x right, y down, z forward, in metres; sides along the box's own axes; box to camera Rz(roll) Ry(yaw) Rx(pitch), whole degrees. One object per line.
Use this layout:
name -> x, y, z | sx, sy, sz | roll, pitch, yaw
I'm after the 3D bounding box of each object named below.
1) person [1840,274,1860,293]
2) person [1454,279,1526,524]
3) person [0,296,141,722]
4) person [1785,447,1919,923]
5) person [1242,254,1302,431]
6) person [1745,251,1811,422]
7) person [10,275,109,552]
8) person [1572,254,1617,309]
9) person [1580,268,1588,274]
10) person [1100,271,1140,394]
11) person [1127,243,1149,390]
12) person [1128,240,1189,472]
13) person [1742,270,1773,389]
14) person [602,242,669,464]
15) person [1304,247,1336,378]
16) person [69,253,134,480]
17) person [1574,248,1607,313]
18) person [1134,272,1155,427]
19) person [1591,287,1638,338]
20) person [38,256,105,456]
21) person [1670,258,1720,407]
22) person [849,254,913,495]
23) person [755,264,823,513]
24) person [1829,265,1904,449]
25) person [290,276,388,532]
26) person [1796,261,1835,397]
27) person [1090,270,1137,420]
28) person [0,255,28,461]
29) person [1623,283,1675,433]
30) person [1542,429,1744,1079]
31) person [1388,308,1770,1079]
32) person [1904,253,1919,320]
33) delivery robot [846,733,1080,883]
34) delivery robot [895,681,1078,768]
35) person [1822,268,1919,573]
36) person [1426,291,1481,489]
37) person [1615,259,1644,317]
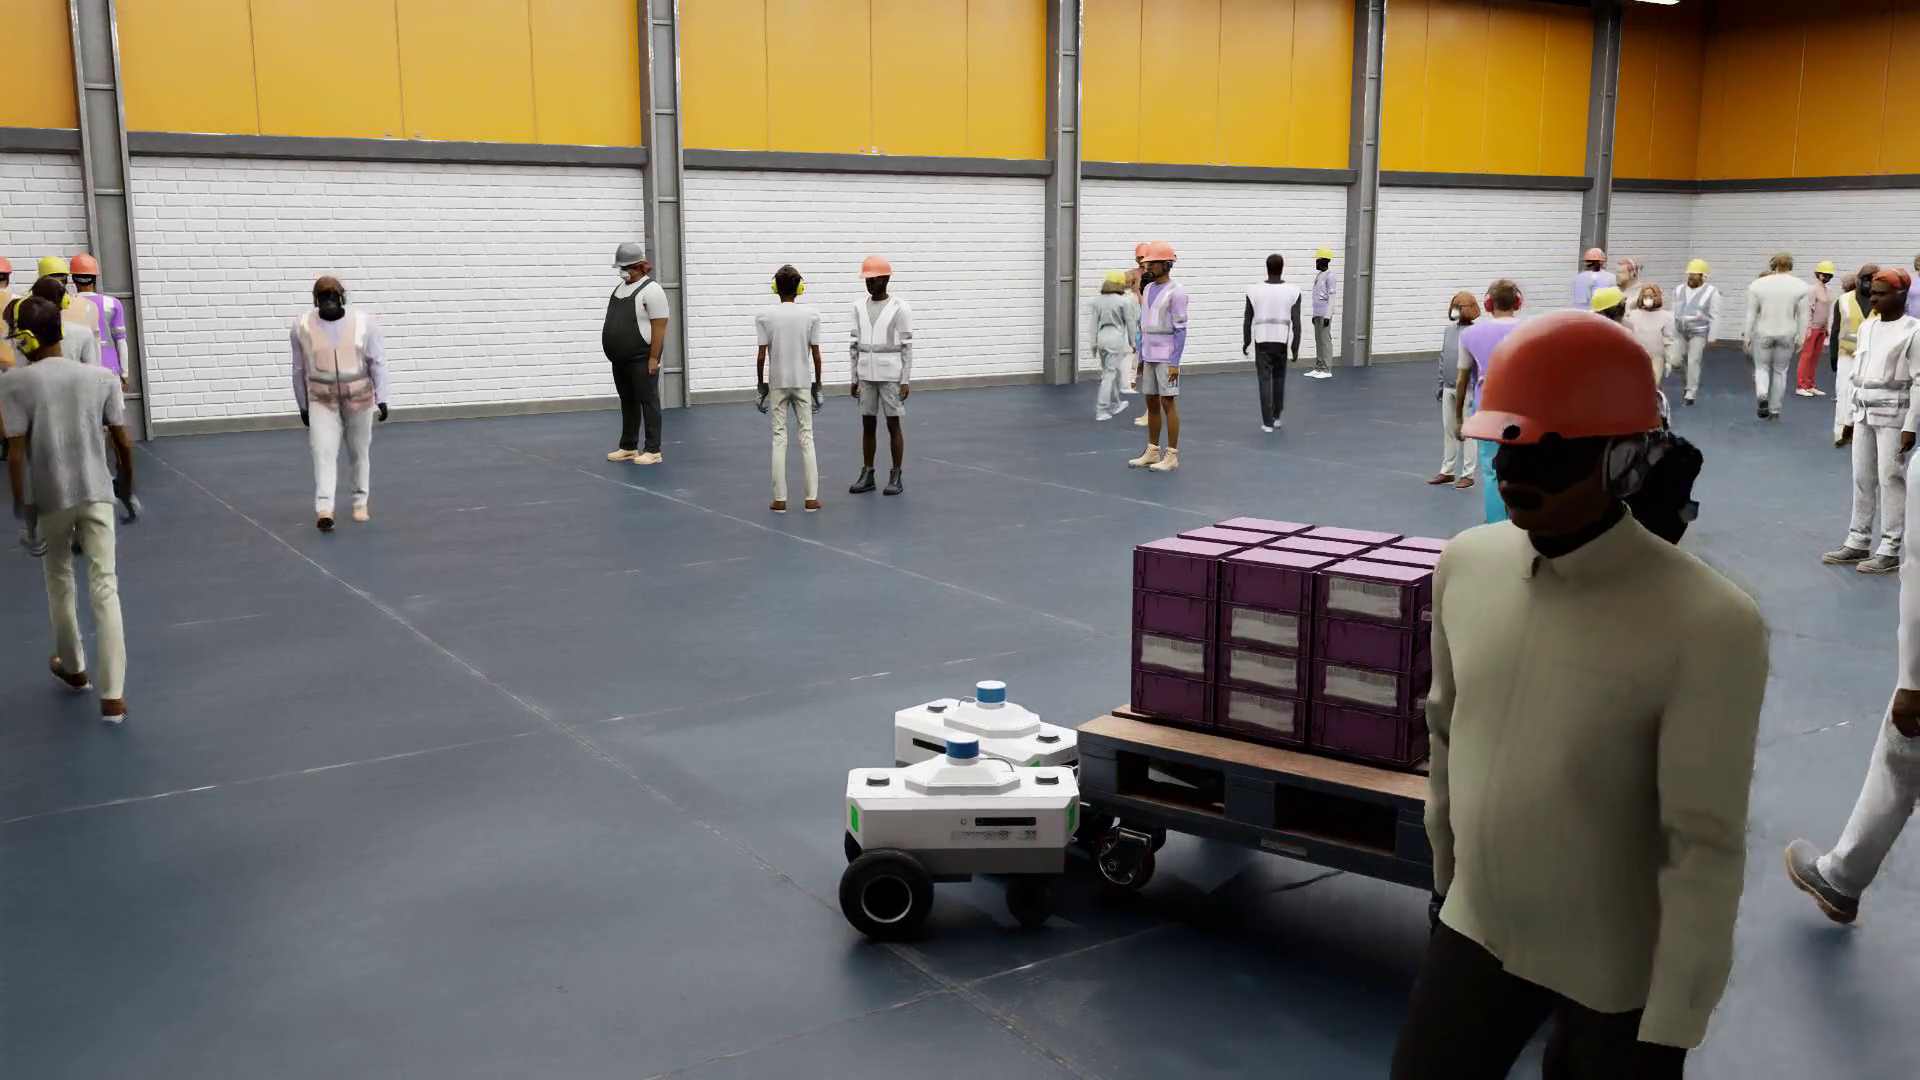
person -> 11.270, -2.538, 20.975 | 0.589, 1.615, 0.363 | -6, 12, -29
person -> 3.577, -0.822, 11.052 | 0.579, 1.787, 0.962 | 1, 10, 8
person -> -3.894, -0.153, 7.309 | 0.557, 1.814, 0.919 | -7, 13, -35
person -> 2.793, 0.314, 4.680 | 0.608, 1.839, 0.961 | -1, 10, -6
person -> 3.367, -2.140, 18.048 | 0.596, 1.884, 0.879 | 1, 10, 3
person -> 9.160, -2.275, 18.665 | 0.652, 1.920, 0.513 | 5, 11, 26
person -> -5.984, -0.845, 11.093 | 0.525, 1.835, 0.910 | -5, 12, -27
person -> 9.183, -3.214, 24.022 | 0.637, 1.857, 1.045 | 10, 14, 43
person -> 10.846, -4.029, 28.543 | 0.536, 1.830, 0.661 | 10, 14, 43
person -> 2.171, -2.752, 22.120 | 0.446, 1.625, 0.507 | -3, 11, -14
person -> 2.470, -2.999, 22.437 | 0.623, 1.993, 0.385 | 3, 11, 16
person -> 1.761, -1.626, 14.779 | 0.378, 2.044, 0.607 | -6, 12, -28
person -> 10.958, -2.870, 22.748 | 0.359, 1.617, 0.526 | -9, 14, -42
person -> -3.015, -1.715, 15.275 | 0.678, 2.000, 0.537 | 9, 14, 42
person -> 5.348, -3.353, 24.559 | 0.361, 1.930, 0.588 | -2, 10, -10
person -> -7.241, -1.412, 13.895 | 0.542, 1.938, 0.358 | -5, 12, -27
person -> 8.724, -3.049, 22.916 | 0.608, 1.917, 0.581 | -3, 11, -18
person -> 2.075, -2.097, 18.304 | 0.318, 1.700, 0.535 | 2, 10, 8
person -> 4.702, -0.971, 12.081 | 0.535, 1.700, 0.867 | -9, 14, -40
person -> -7.232, -1.323, 13.465 | 0.381, 1.918, 0.584 | 5, 12, 26
person -> 8.989, -2.536, 20.385 | 0.493, 1.815, 0.609 | -8, 13, -37
person -> -0.652, -1.324, 13.413 | 0.548, 1.937, 0.379 | 5, 11, 24
person -> -1.293, -1.137, 12.572 | 0.514, 1.872, 0.332 | -1, 10, -7
person -> 8.904, -1.796, 16.381 | 0.635, 1.794, 0.938 | 6, 12, 29
person -> -4.415, -0.969, 11.868 | 0.646, 1.791, 0.961 | -3, 11, -18
person -> 11.237, -2.764, 21.785 | 0.526, 1.765, 0.329 | -7, 13, -35
person -> 1.793, -2.242, 19.149 | 0.477, 1.689, 0.885 | 8, 13, 39
person -> -8.847, -1.670, 15.374 | 0.551, 1.924, 0.534 | -3, 11, -14
person -> 6.886, -1.762, 16.691 | 0.504, 1.623, 0.381 | 5, 11, 24
person -> 1.474, 0.592, 3.606 | 0.639, 1.670, 0.555 | -4, 11, -22
person -> 0.845, 0.641, 2.552 | 0.883, 1.957, 0.642 | -6, 12, -32
person -> 11.879, -2.614, 20.566 | 0.636, 1.906, 0.623 | 4, 11, 20
delivery robot -> 0.010, 0.836, 5.105 | 0.707, 0.478, 0.477 | 0, 10, -2
delivery robot -> 0.105, 0.727, 5.708 | 0.707, 0.478, 0.477 | 10, 14, 43
person -> 5.727, -0.738, 10.347 | 0.341, 1.883, 0.587 | -2, 11, -11
person -> 4.140, -1.244, 13.802 | 0.286, 1.636, 0.497 | -5, 11, -24
person -> 7.030, -2.047, 17.642 | 1.038, 1.851, 0.649 | -1, 10, -5
